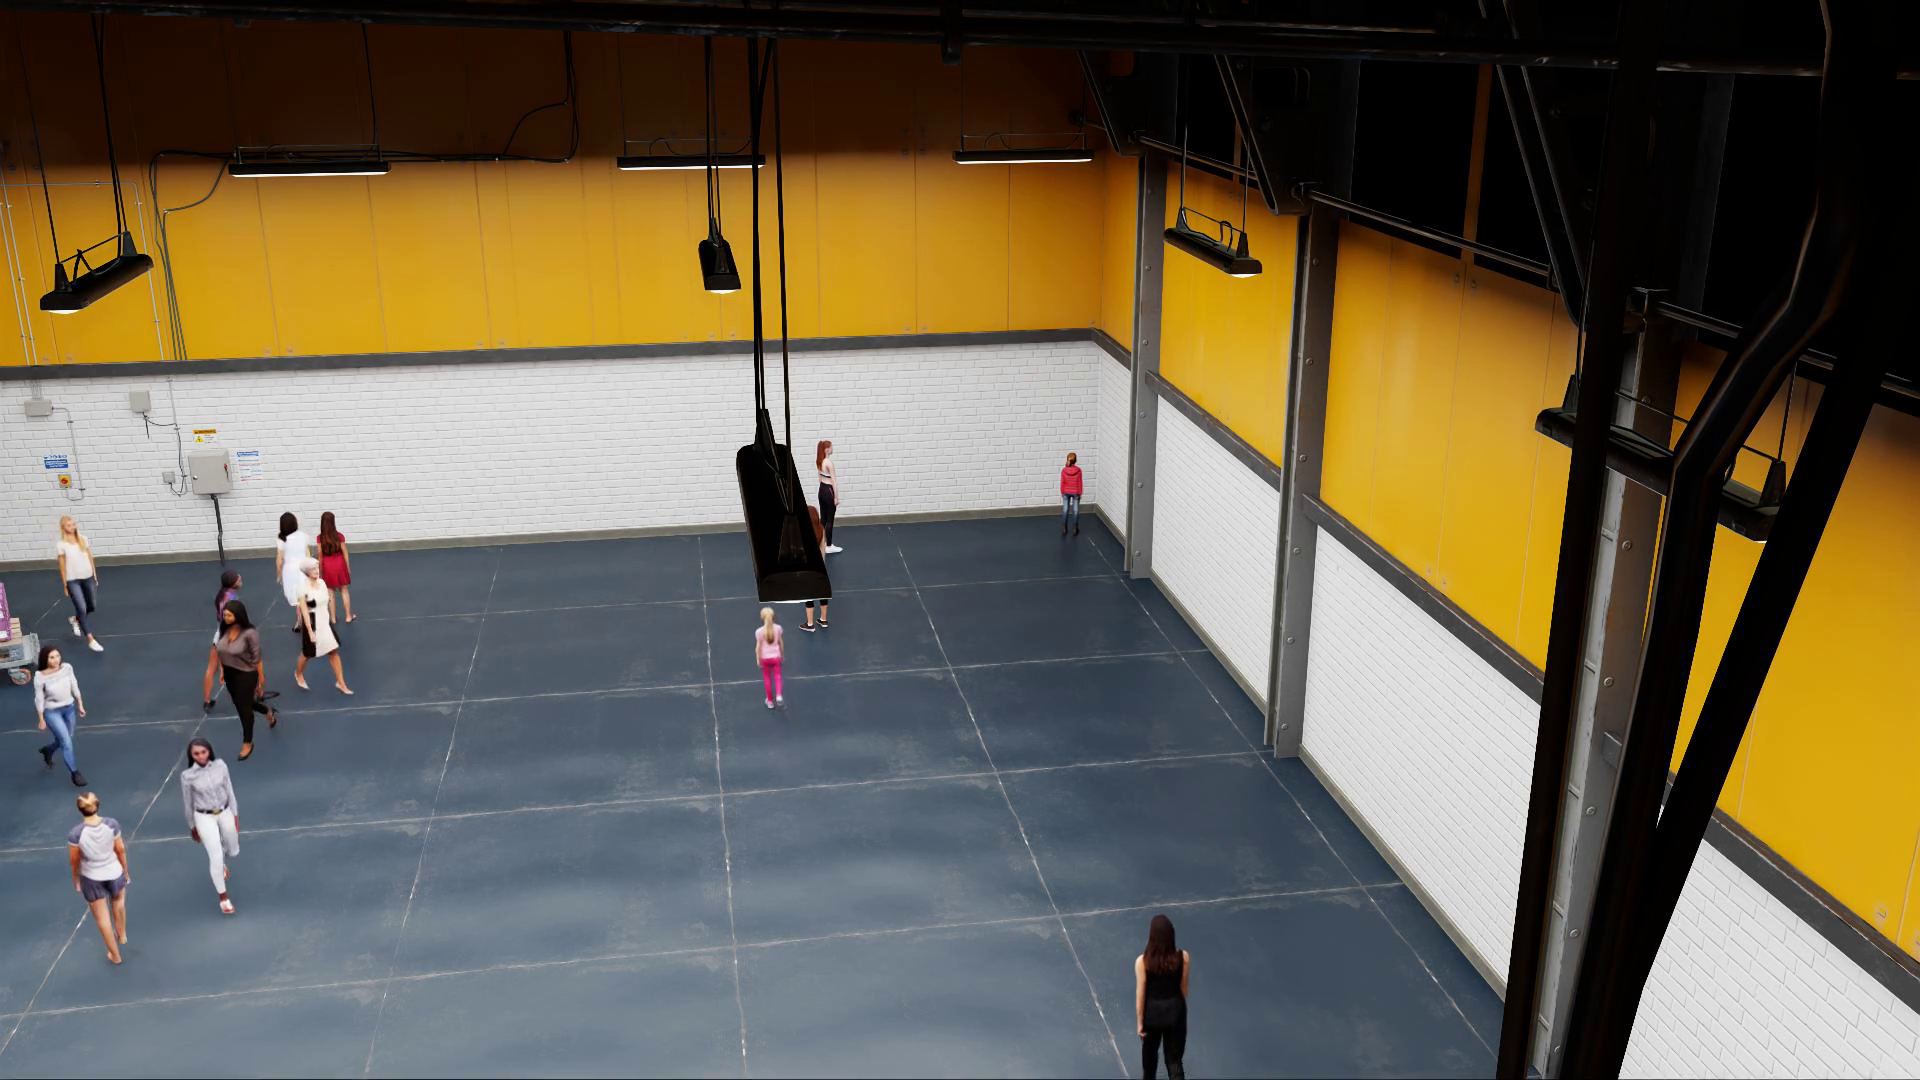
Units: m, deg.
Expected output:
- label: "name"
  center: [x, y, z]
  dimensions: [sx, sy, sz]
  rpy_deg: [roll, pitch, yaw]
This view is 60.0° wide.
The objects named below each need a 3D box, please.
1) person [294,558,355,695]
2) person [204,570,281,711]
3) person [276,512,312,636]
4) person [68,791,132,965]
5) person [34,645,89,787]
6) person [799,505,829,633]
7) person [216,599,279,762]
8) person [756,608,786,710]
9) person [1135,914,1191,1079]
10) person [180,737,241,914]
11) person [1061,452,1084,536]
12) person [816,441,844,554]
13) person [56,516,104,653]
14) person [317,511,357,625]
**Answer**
- label: "person"
  center: [-7.843, 1.067, 20.064]
  dimensions: [1.085, 1.715, 1.103]
  rpy_deg: [9, 21, 25]
- label: "person"
  center: [-8.711, 1.206, 19.686]
  dimensions: [1.069, 1.693, 1.126]
  rpy_deg: [10, 21, 28]
- label: "person"
  center: [-8.501, 0.550, 21.492]
  dimensions: [1.108, 1.784, 1.024]
  rpy_deg: [14, 23, 35]
- label: "person"
  center: [-7.480, 2.977, 14.558]
  dimensions: [0.778, 1.609, 0.866]
  rpy_deg: [-17, 25, -40]
- label: "person"
  center: [-9.738, 1.863, 17.875]
  dimensions: [1.041, 1.603, 1.041]
  rpy_deg: [8, 20, 23]
- label: "person"
  center: [-1.958, 0.361, 22.145]
  dimensions: [0.642, 1.725, 0.659]
  rpy_deg: [-15, 24, -38]
- label: "person"
  center: [-7.985, 1.504, 18.613]
  dimensions: [0.986, 1.813, 1.175]
  rpy_deg: [7, 20, 20]
- label: "person"
  center: [-2.229, 1.419, 19.733]
  dimensions: [0.538, 1.260, 0.644]
  rpy_deg: [-6, 20, -17]
- label: "person"
  center: [1.545, 3.640, 12.502]
  dimensions: [0.679, 1.665, 1.092]
  rpy_deg: [-1, 19, -2]
- label: "person"
  center: [-6.973, 2.607, 15.510]
  dimensions: [0.873, 1.702, 1.028]
  rpy_deg: [-15, 24, -37]
- label: "person"
  center: [1.748, -0.728, 26.020]
  dimensions: [0.572, 1.315, 0.593]
  rpy_deg: [5, 19, 13]
- label: "person"
  center: [-2.016, -0.669, 25.176]
  dimensions: [0.724, 1.742, 0.599]
  rpy_deg: [-13, 22, -33]
- label: "person"
  center: [-11.435, 0.544, 21.499]
  dimensions: [1.041, 1.791, 1.010]
  rpy_deg: [11, 22, 30]
- label: "person"
  center: [-8.433, 0.365, 22.403]
  dimensions: [0.559, 1.552, 0.616]
  rpy_deg: [-5, 19, -14]
